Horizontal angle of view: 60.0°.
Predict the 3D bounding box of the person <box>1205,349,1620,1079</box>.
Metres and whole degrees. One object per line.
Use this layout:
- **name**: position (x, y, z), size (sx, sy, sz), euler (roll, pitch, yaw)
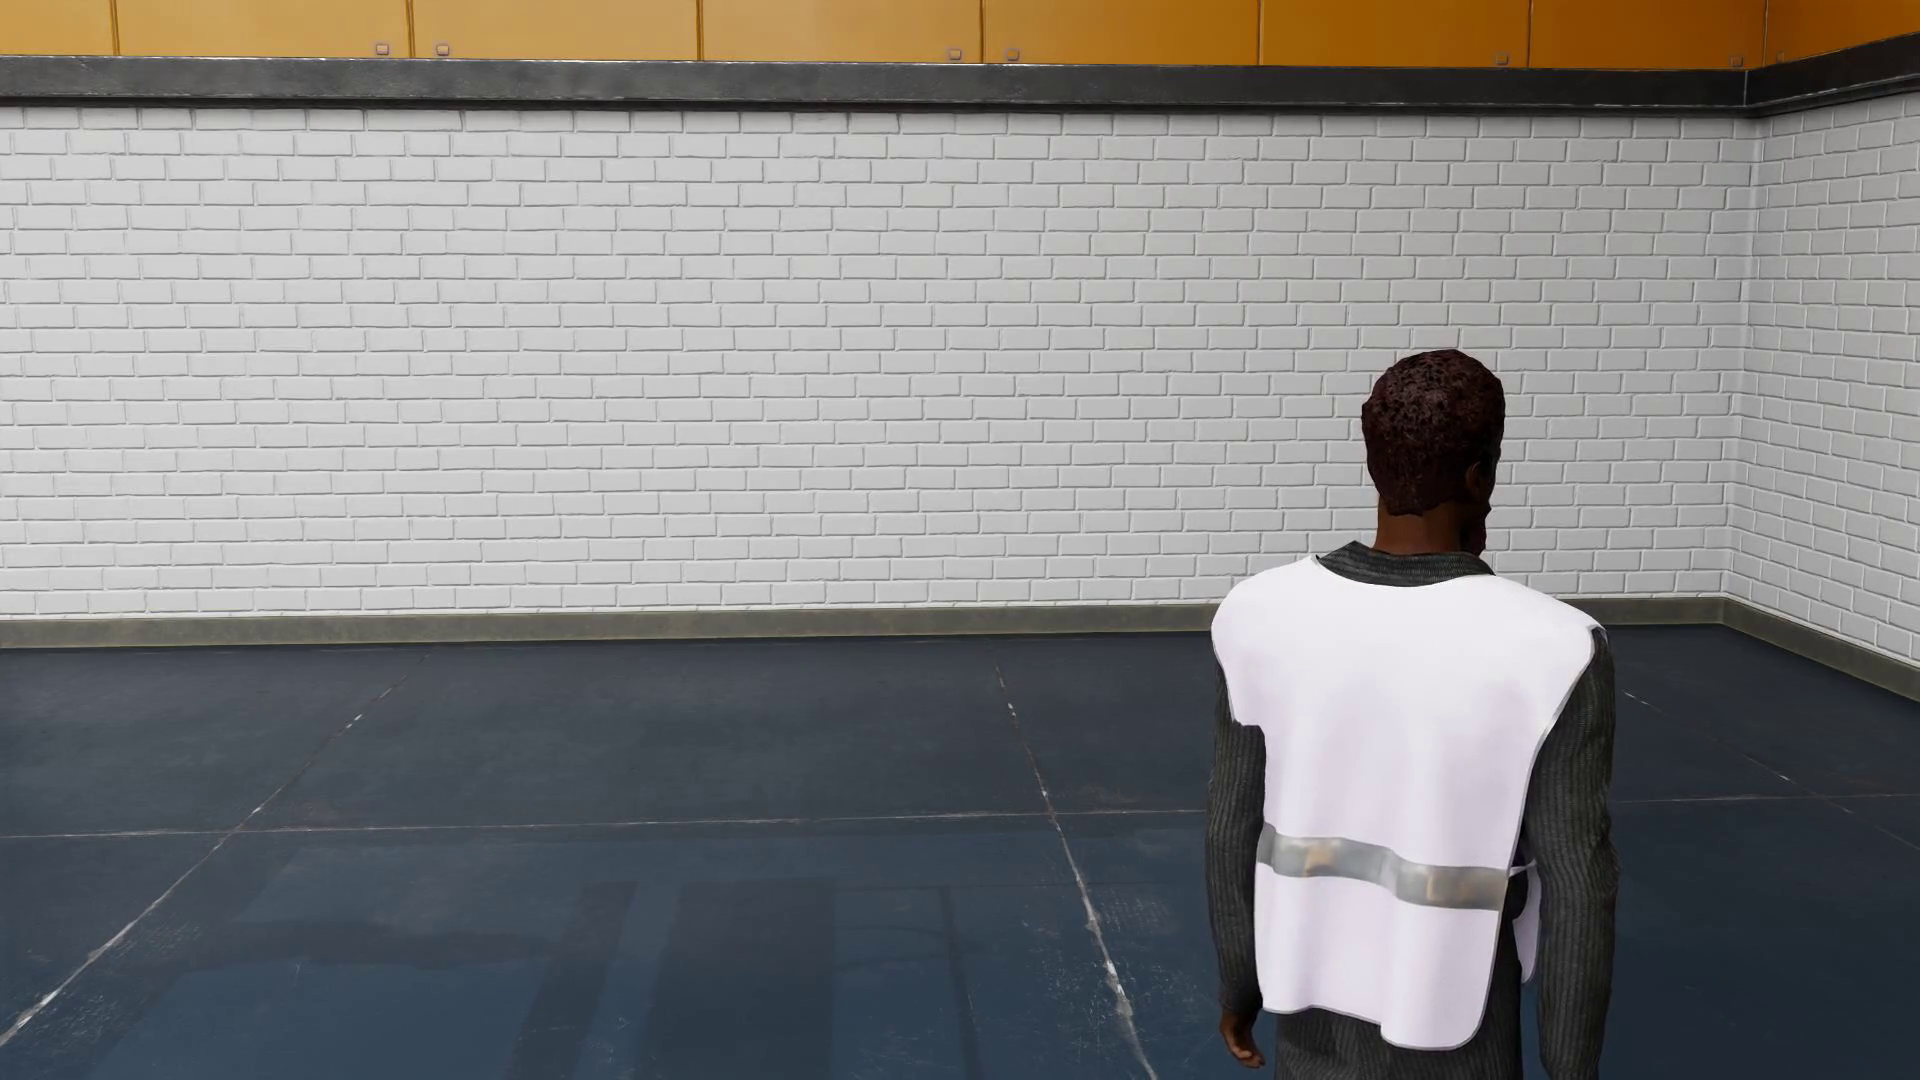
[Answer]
- **person**: position (0.636, 0.686, 2.437), size (0.597, 1.916, 0.371), euler (7, 11, 36)
